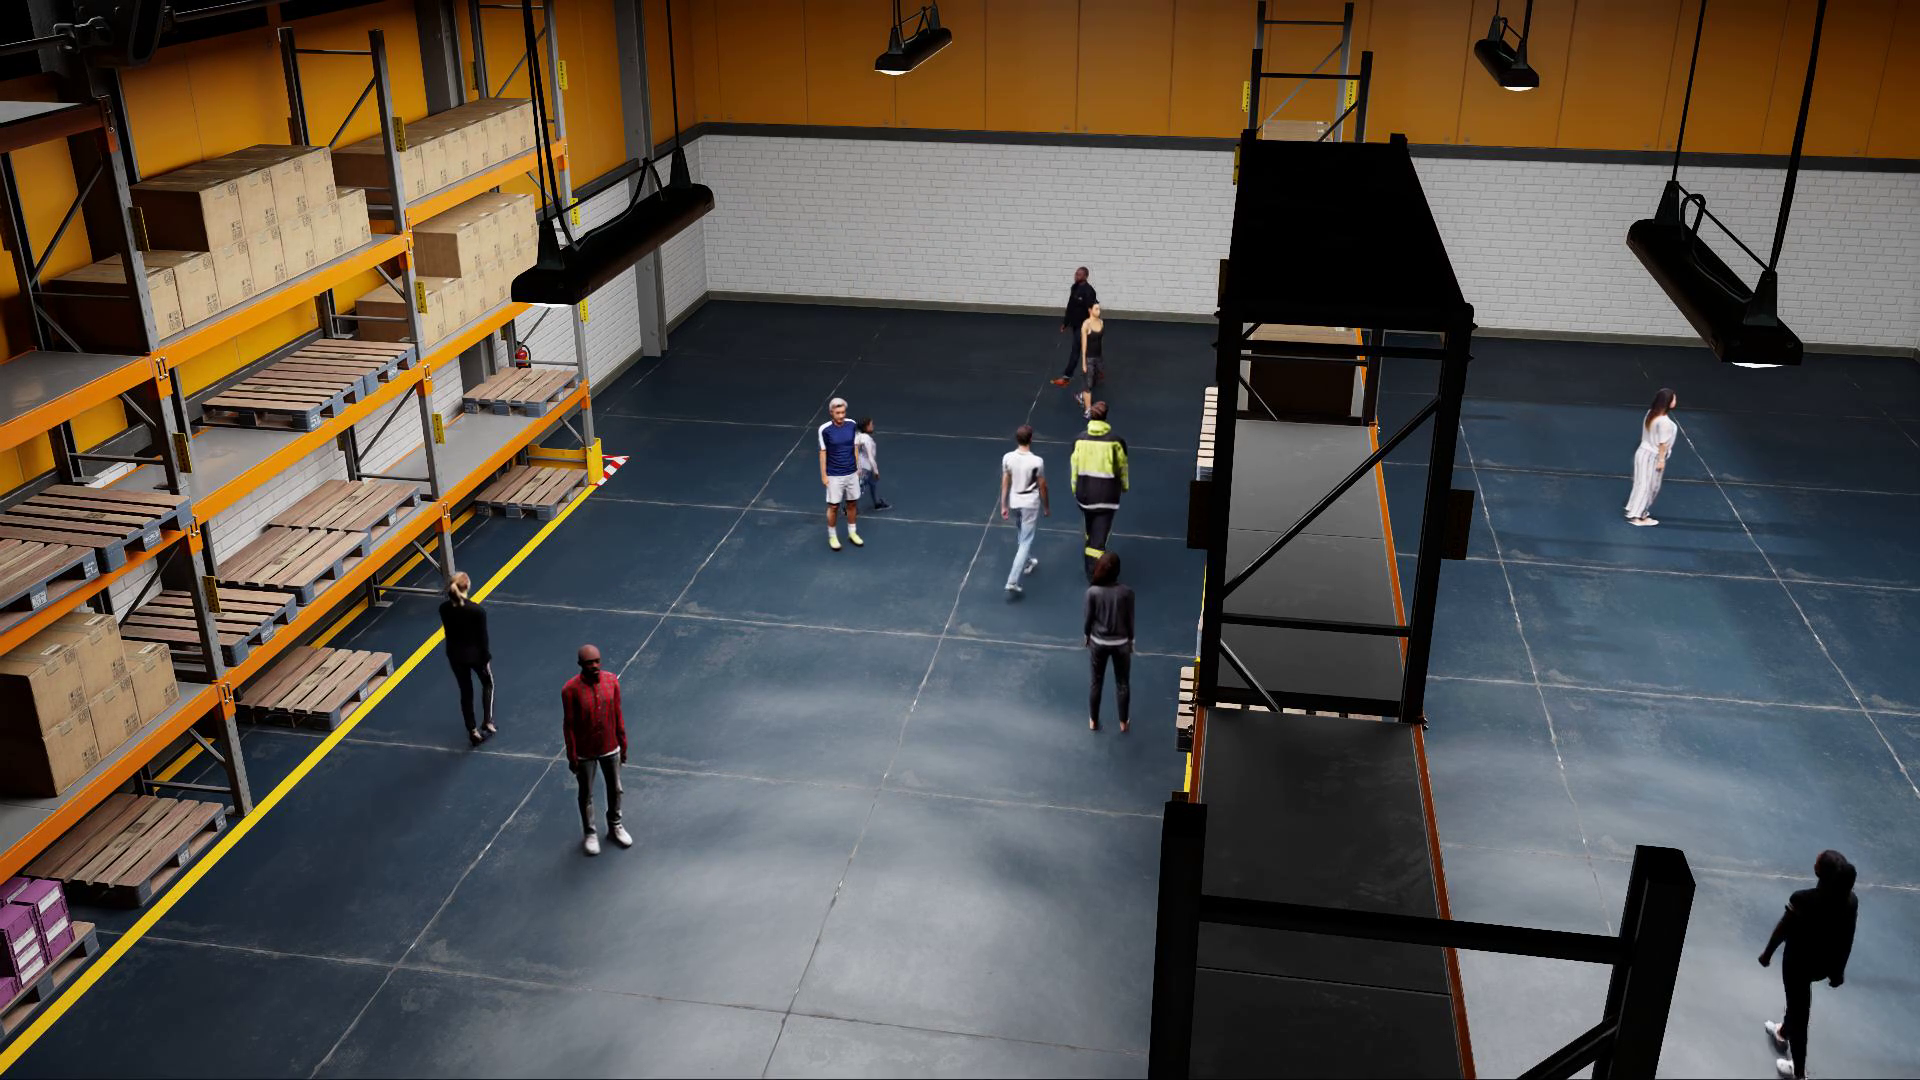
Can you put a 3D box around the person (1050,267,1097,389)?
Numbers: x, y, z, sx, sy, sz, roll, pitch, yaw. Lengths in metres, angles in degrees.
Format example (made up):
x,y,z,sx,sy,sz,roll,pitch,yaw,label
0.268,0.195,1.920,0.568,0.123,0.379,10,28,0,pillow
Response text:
x,y,z,sx,sy,sz,roll,pitch,yaw,label
1.871,-3.134,24.525,1.142,1.775,1.225,-9,25,-19,person

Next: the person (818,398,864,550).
x,y,z,sx,sy,sz,roll,pitch,yaw,label
-1.377,-0.790,19.094,0.731,1.830,0.773,-13,27,-27,person

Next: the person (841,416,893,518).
x,y,z,sx,sy,sz,roll,pitch,yaw,label
-1.197,-0.867,20.004,0.768,1.241,0.866,-6,24,-14,person

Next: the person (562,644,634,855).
x,y,z,sx,sy,sz,roll,pitch,yaw,label
-2.964,1.658,13.504,0.755,1.821,0.789,-12,26,-25,person

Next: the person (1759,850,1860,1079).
x,y,z,sx,sy,sz,roll,pitch,yaw,label
5.622,2.846,10.924,0.765,1.711,0.930,-4,24,-8,person

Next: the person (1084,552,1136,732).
x,y,z,sx,sy,sz,roll,pitch,yaw,label
1.359,0.943,15.211,0.613,1.764,0.525,4,24,10,person

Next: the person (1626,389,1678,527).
x,y,z,sx,sy,sz,roll,pitch,yaw,label
8.231,-0.998,19.759,0.741,1.679,0.564,2,24,5,person

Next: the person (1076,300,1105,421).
x,y,z,sx,sy,sz,roll,pitch,yaw,label
1.763,-2.533,23.220,0.779,1.718,0.833,-18,29,-35,person

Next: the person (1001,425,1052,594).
x,y,z,sx,sy,sz,roll,pitch,yaw,label
0.671,-0.304,18.003,0.955,1.812,1.291,14,27,28,person

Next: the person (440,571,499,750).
x,y,z,sx,sy,sz,roll,pitch,yaw,label
-4.442,1.111,14.914,0.641,1.694,0.598,2,24,4,person

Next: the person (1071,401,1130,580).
x,y,z,sx,sy,sz,roll,pitch,yaw,label
1.515,-0.515,18.338,0.954,1.931,1.315,9,25,20,person
